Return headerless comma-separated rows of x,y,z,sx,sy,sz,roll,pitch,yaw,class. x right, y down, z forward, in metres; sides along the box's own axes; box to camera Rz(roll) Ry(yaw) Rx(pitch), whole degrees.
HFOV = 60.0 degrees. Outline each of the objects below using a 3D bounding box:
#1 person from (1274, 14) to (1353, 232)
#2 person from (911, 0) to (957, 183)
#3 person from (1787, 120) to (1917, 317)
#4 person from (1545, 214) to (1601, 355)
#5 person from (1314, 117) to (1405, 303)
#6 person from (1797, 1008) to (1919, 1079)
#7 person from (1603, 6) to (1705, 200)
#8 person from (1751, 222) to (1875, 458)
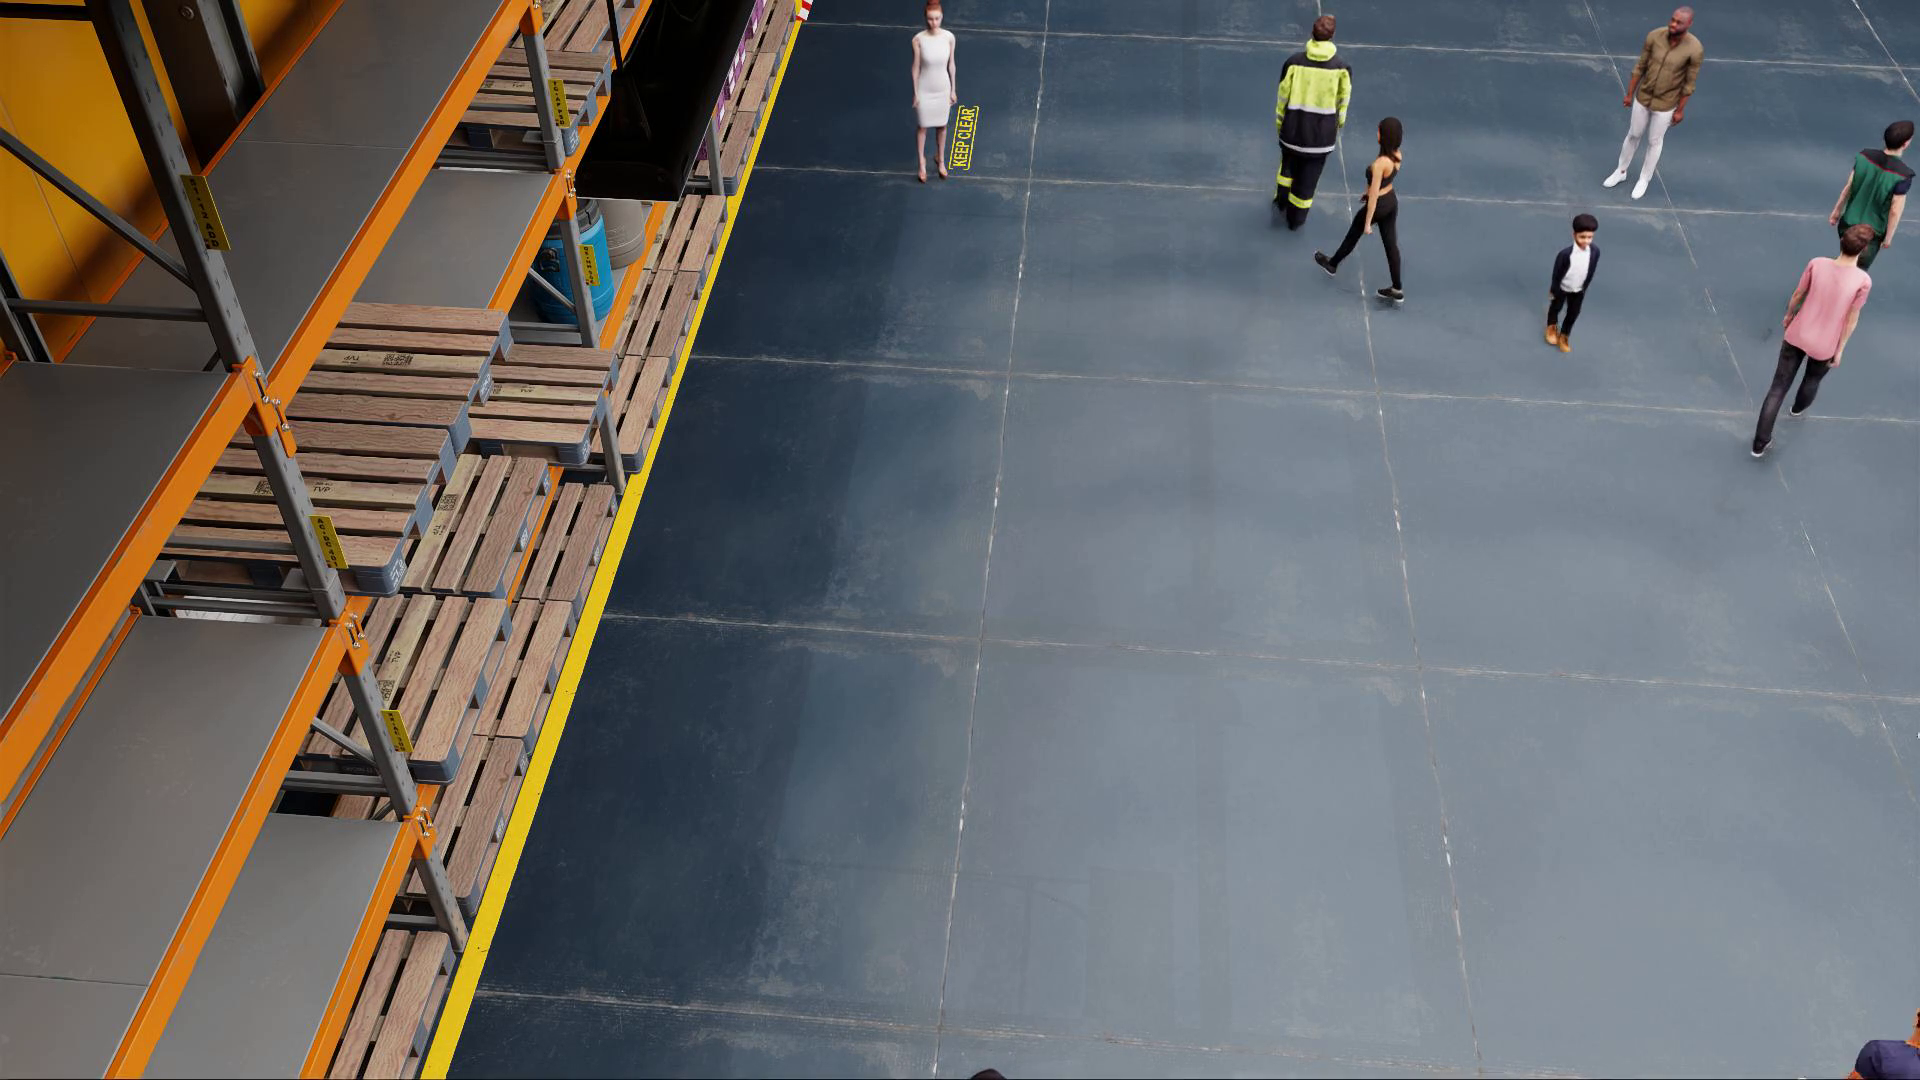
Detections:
3.066,-3.626,14.627,0.848,1.965,0.842,13,45,13,person
-0.247,-4.116,15.268,0.627,1.791,0.583,-9,44,-10,person
7.282,-2.510,13.521,1.053,1.874,1.192,-14,45,-15,person
4.988,-2.154,13.626,0.515,1.214,0.579,1,44,1,person
3.590,-2.719,13.952,1.092,1.583,1.094,33,53,30,person
4.416,2.860,7.980,0.808,1.743,1.172,12,45,12,person
6.343,-4.004,15.125,0.796,1.825,0.809,32,52,29,person
6.281,-1.427,12.355,1.071,1.916,1.257,29,51,27,person
